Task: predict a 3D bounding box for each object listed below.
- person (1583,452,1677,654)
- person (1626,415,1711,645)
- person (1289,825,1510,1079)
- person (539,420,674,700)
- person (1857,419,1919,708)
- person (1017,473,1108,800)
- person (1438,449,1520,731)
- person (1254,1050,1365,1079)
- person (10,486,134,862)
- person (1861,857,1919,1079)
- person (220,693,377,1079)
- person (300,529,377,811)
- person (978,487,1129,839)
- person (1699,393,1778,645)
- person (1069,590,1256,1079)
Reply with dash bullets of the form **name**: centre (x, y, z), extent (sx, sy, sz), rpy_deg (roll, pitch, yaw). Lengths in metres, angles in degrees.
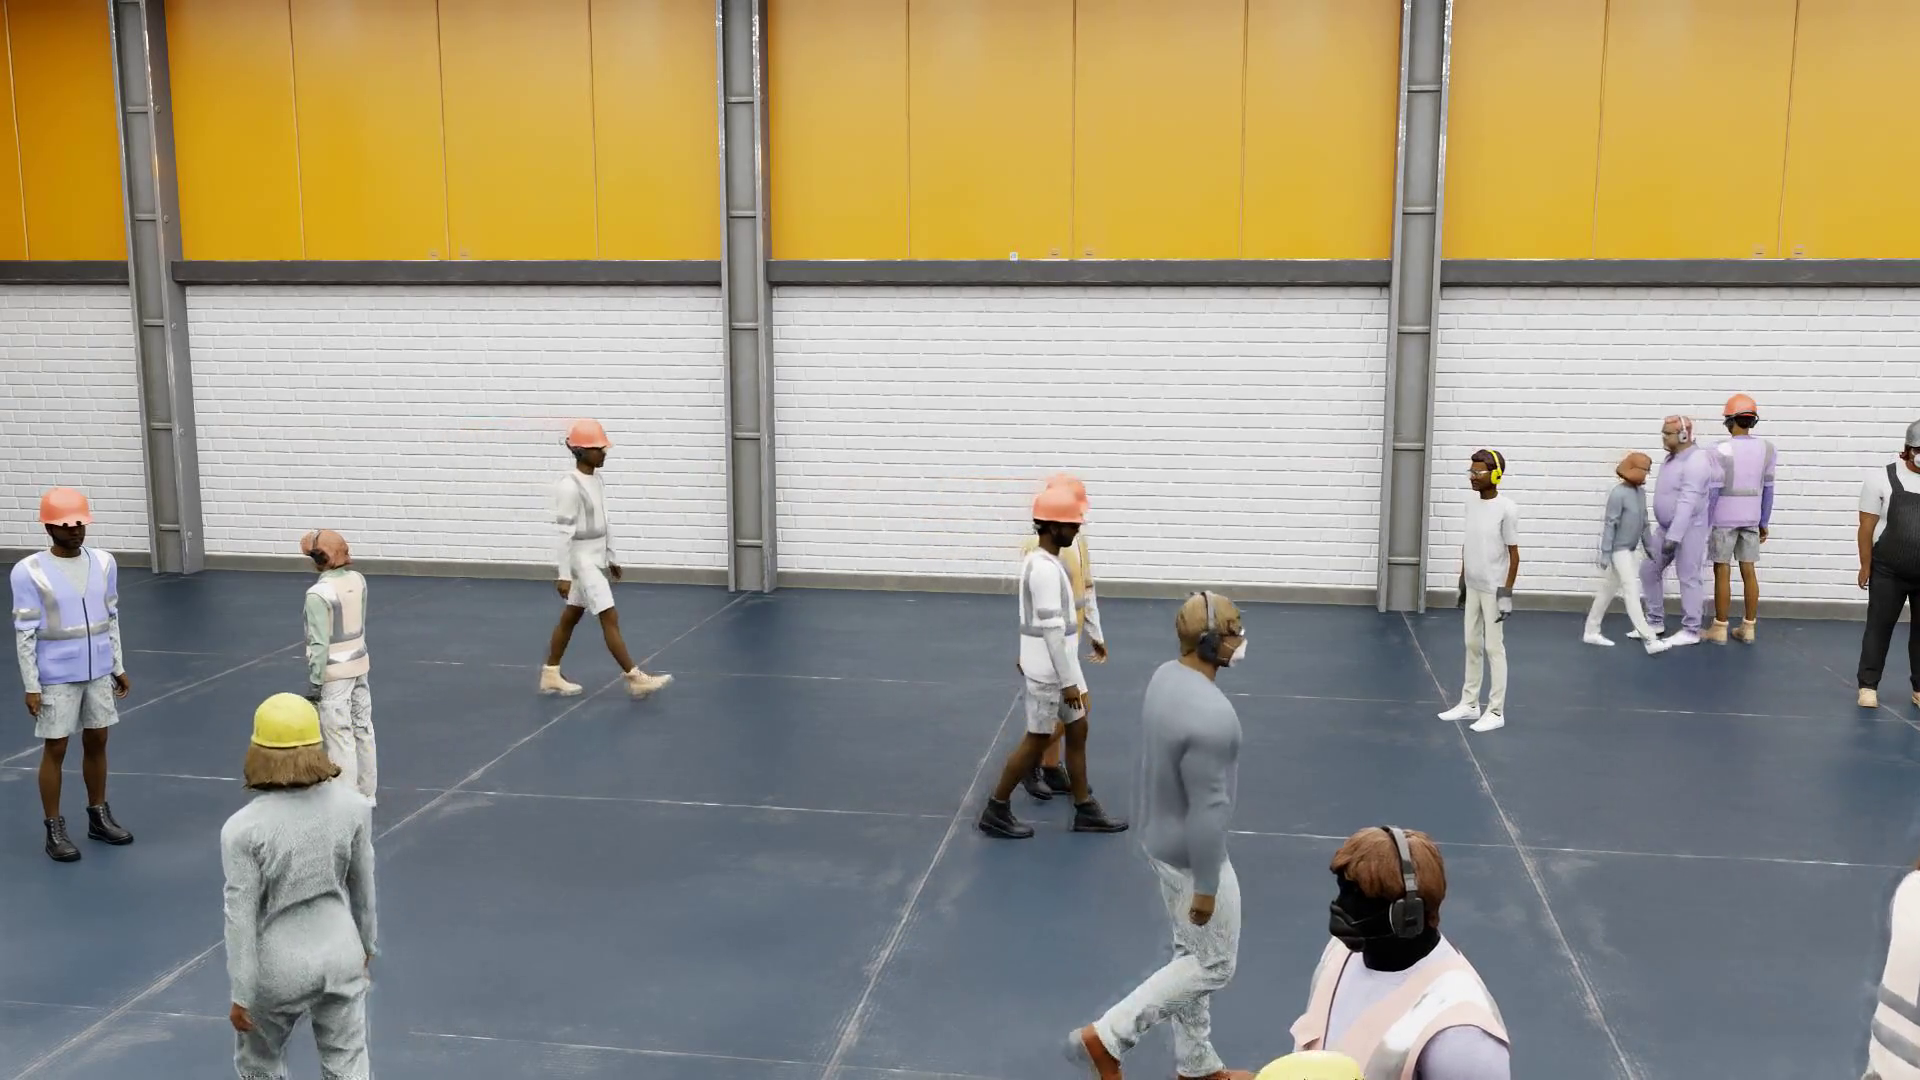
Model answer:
- **person**: centre (5.369, 0.103, 13.219), extent (0.840, 1.588, 0.510), rpy_deg (9, 13, 43)
- **person**: centre (5.720, -0.070, 13.416), extent (0.675, 1.880, 0.643), rpy_deg (0, 9, -2)
- **person**: centre (0.928, 1.525, 3.703), extent (0.429, 1.842, 0.636), rpy_deg (-2, 9, -13)
- **person**: centre (-2.555, 0.147, 11.744), extent (1.031, 1.984, 0.630), rpy_deg (1, 9, 5)
- **person**: centre (6.568, 0.170, 11.450), extent (0.688, 2.000, 0.536), rpy_deg (2, 10, 15)
- **person**: centre (0.581, 0.560, 9.441), extent (0.445, 1.913, 0.546), rpy_deg (2, 9, 14)
- **person**: centre (3.464, 0.328, 10.996), extent (0.334, 1.873, 0.517), rpy_deg (-4, 10, -21)
- **person**: centre (0.460, 1.709, 2.886), extent (0.578, 1.748, 0.526), rpy_deg (0, 9, 0)
- **person**: centre (-4.572, 0.680, 8.622), extent (0.376, 1.935, 0.550), rpy_deg (6, 11, 31)
- **person**: centre (2.706, 1.493, 4.655), extent (0.850, 1.599, 0.521), rpy_deg (1, 9, 7)
- **person**: centre (-2.106, 1.326, 5.274), extent (0.641, 1.720, 0.516), rpy_deg (9, 13, 43)
- **person**: centre (-3.412, 0.745, 9.135), extent (0.310, 1.640, 0.514), rpy_deg (1, 9, 9)
- **person**: centre (0.480, 0.664, 8.830), extent (0.822, 1.909, 0.576), rpy_deg (1, 9, 4)
- **person**: centre (6.283, -0.168, 13.523), extent (0.615, 2.041, 0.391), rpy_deg (-1, 9, -9)
- **person**: centre (0.757, 1.124, 5.956), extent (0.642, 1.923, 0.631), rpy_deg (-2, 9, -10)
